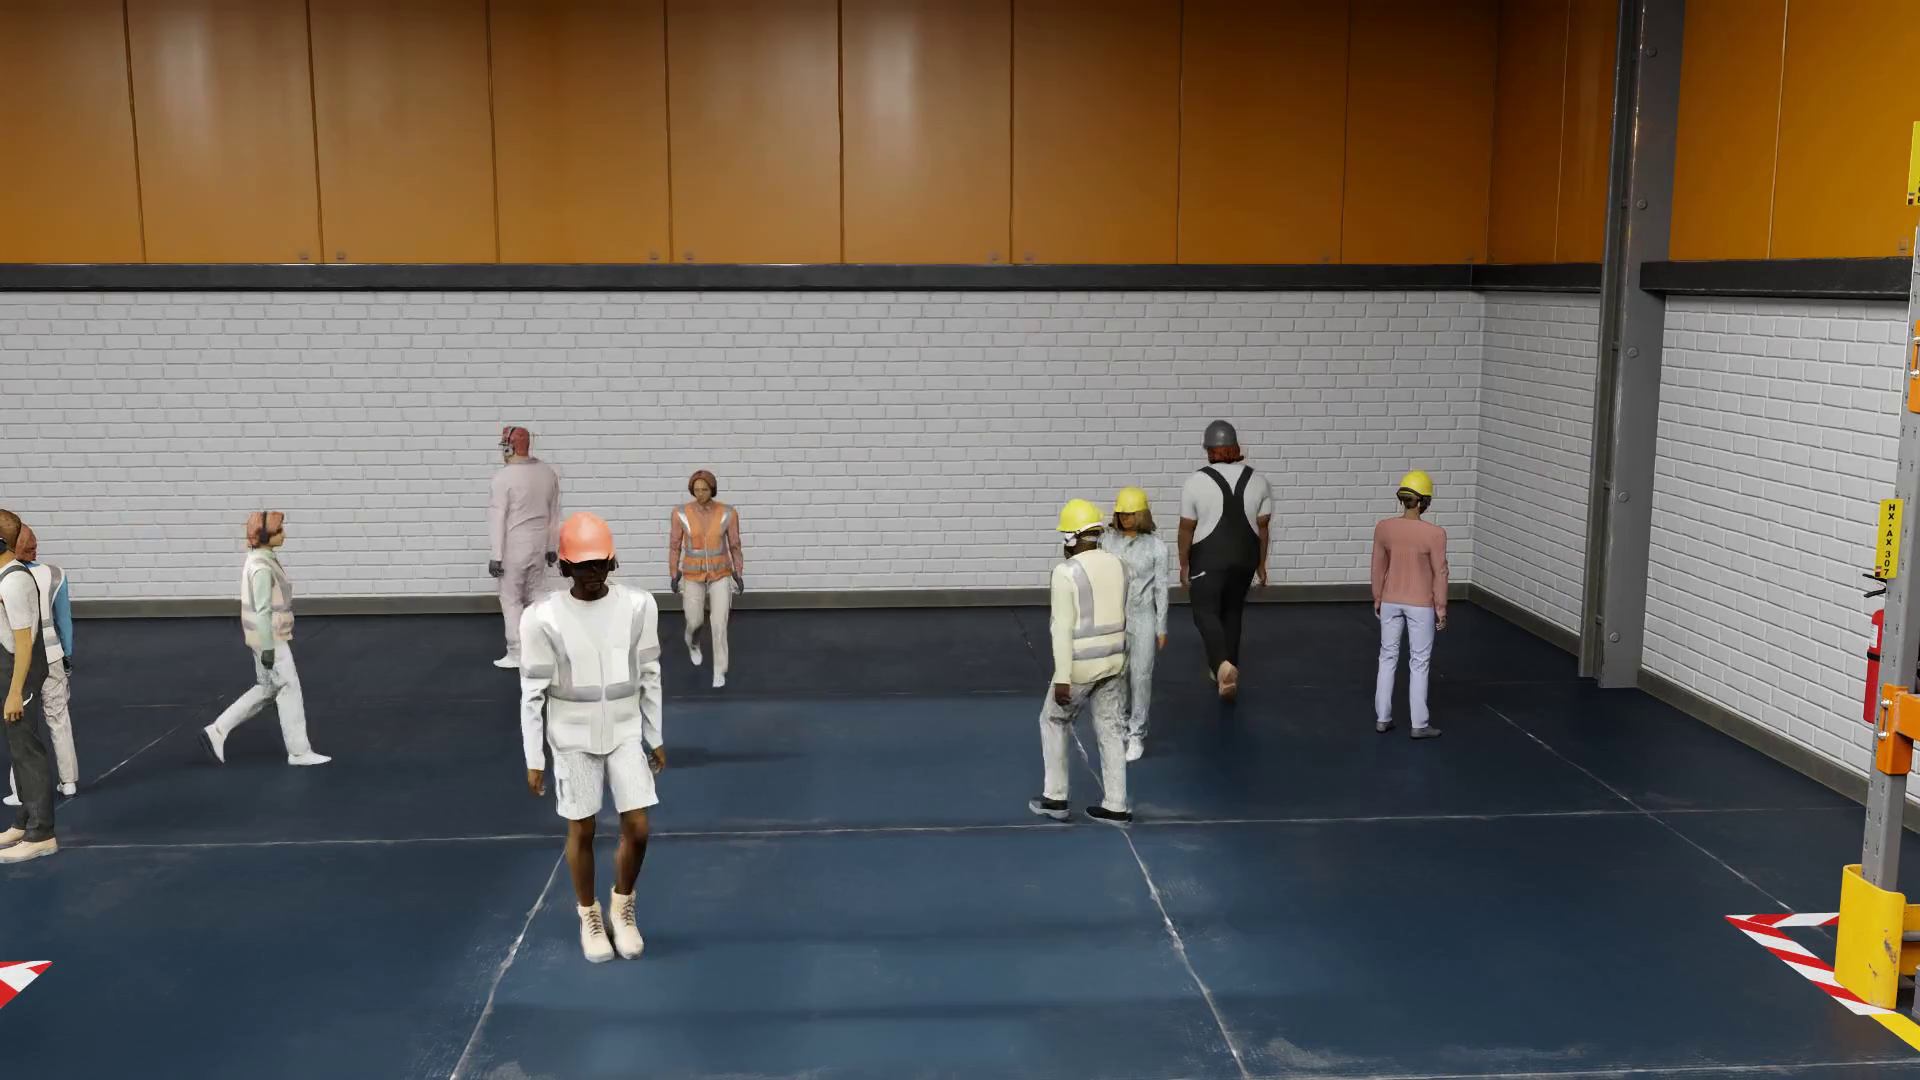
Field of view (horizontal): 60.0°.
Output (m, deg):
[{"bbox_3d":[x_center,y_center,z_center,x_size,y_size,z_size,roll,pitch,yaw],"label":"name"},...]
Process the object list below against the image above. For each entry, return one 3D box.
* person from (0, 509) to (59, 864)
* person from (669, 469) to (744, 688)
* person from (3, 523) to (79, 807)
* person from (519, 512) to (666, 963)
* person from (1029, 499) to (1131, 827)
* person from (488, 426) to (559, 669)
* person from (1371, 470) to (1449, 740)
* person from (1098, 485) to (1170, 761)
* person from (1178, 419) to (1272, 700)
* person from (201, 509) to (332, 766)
[{"bbox_3d":[-4.934,0.746,8.649,0.346,1.846,0.506,-7,11,-36],"label":"person"},{"bbox_3d":[-1.890,0.260,12.402,0.544,1.618,0.553,-1,9,-8],"label":"person"},{"bbox_3d":[-5.331,0.710,9.517,0.310,1.638,0.522,7,11,37],"label":"person"},{"bbox_3d":[-1.588,0.876,7.256,0.640,2.022,0.531,-4,10,-24],"label":"person"},{"bbox_3d":[0.649,0.677,9.205,0.639,1.803,0.679,-8,12,-42],"label":"person"},{"bbox_3d":[-3.317,0.069,12.776,0.557,1.892,0.652,5,10,27],"label":"person"},{"bbox_3d":[2.959,0.423,10.923,0.534,1.766,0.318,8,12,42],"label":"person"},{"bbox_3d":[1.078,0.513,10.505,0.491,1.757,0.381,5,11,30],"label":"person"},{"bbox_3d":[1.910,0.117,11.984,0.688,2.000,0.862,-2,9,-13],"label":"person"},{"bbox_3d":[-4.290,0.614,10.187,0.668,1.617,0.521,-4,10,-25],"label":"person"}]
